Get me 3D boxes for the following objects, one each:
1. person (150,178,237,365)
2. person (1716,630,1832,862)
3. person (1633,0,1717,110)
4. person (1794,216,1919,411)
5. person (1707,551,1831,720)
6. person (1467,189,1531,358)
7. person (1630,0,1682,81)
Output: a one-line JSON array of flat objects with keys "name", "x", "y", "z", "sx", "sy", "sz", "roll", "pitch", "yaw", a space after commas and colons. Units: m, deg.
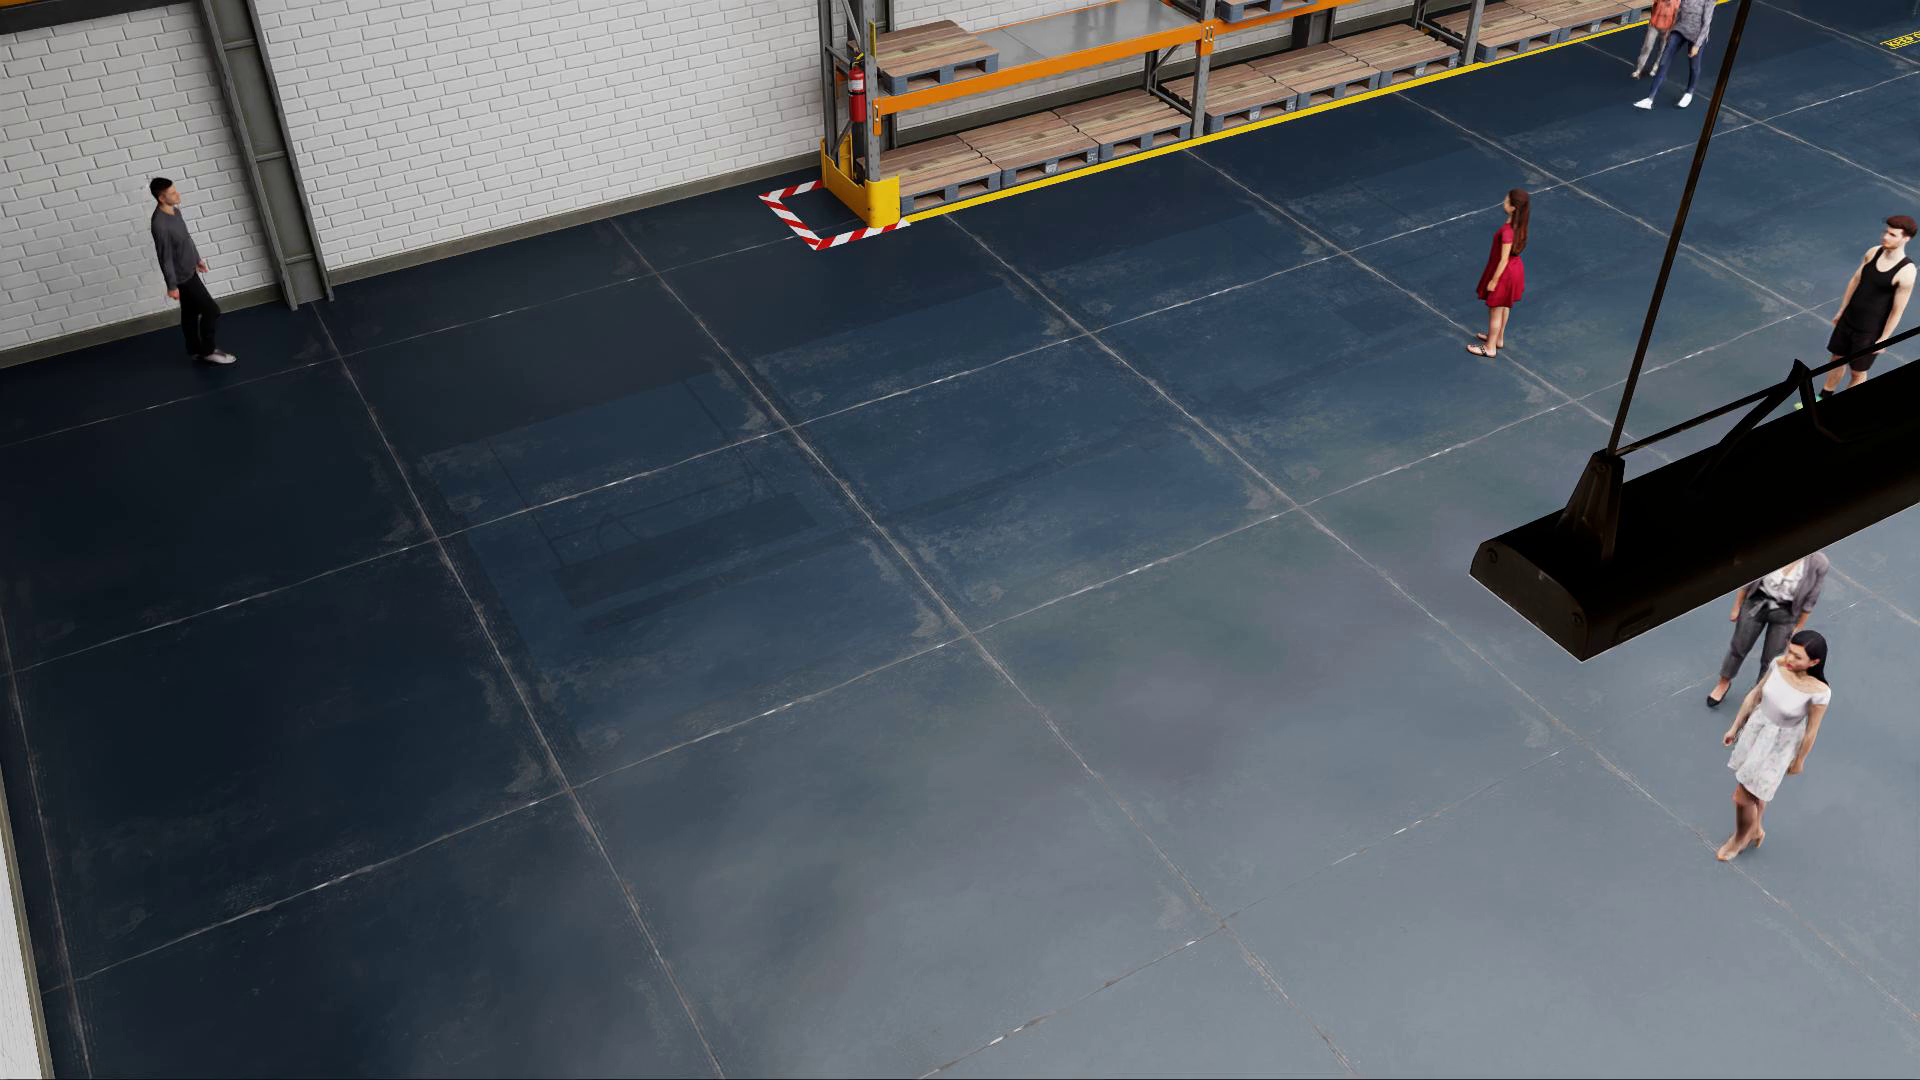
[{"name": "person", "x": -6.733, "y": -2.267, "z": 14.206, "sx": 0.695, "sy": 1.747, "sz": 0.692, "roll": -12, "pitch": 40, "yaw": -14}, {"name": "person", "x": 4.867, "y": 1.200, "z": 9.854, "sx": 0.757, "sy": 1.760, "sz": 0.685, "roll": -12, "pitch": 40, "yaw": -14}, {"name": "person", "x": 8.134, "y": -5.594, "z": 18.415, "sx": 1.086, "sy": 1.692, "sz": 0.688, "roll": -26, "pitch": 45, "yaw": -29}, {"name": "person", "x": 7.337, "y": -1.769, "z": 13.466, "sx": 0.654, "sy": 1.892, "sz": 0.730, "roll": -11, "pitch": 40, "yaw": -14}, {"name": "person", "x": 5.273, "y": 0.483, "z": 10.822, "sx": 0.701, "sy": 1.672, "sz": 0.706, "roll": 24, "pitch": 44, "yaw": 27}, {"name": "person", "x": 4.725, "y": -2.324, "z": 14.433, "sx": 0.710, "sy": 1.553, "sz": 0.649, "roll": 24, "pitch": 44, "yaw": 27}, {"name": "person", "x": 8.144, "y": -5.967, "z": 19.215, "sx": 0.703, "sy": 1.277, "sz": 0.937, "roll": 26, "pitch": 45, "yaw": 29}]
